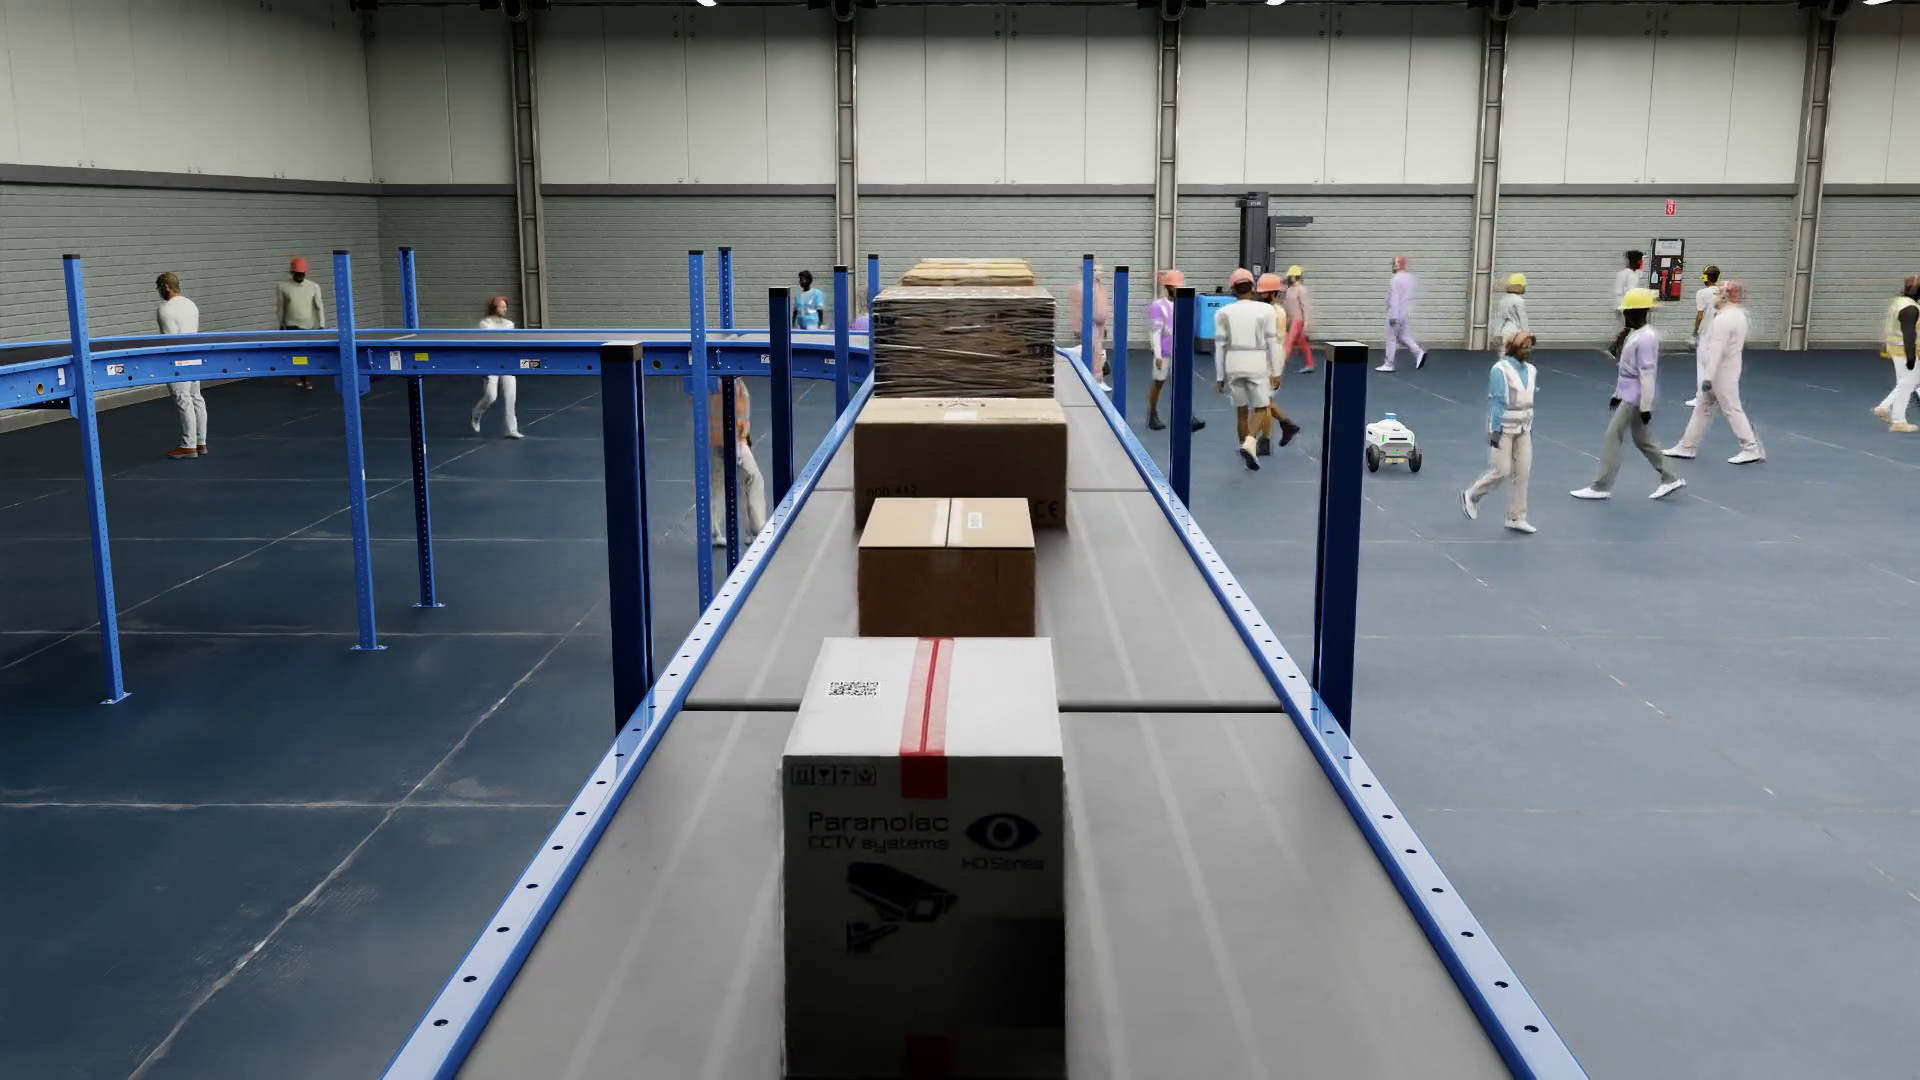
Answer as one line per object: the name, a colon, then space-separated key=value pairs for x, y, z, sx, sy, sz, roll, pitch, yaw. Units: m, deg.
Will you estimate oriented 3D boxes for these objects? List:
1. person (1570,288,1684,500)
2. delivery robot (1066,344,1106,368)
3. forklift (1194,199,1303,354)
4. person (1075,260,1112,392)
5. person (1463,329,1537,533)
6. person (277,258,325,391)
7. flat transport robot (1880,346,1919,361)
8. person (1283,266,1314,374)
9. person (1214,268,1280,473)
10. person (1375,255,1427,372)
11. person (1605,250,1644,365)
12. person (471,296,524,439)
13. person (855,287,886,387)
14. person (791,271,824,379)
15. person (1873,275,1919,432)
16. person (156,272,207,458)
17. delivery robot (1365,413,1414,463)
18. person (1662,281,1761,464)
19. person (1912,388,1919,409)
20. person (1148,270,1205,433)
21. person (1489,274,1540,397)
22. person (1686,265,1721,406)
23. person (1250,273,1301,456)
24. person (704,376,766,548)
person: x=6.004 y=-1.292 z=14.756 sx=0.925 sy=1.892 sz=0.598 roll=4 pitch=12 yaw=19
delivery robot: x=2.010 y=-2.955 z=26.611 sx=0.477 sy=0.478 sz=0.707 roll=-8 pitch=13 yaw=-34
forklift: x=5.313 y=-4.851 z=30.603 sx=1.873 sy=2.768 sz=1.129 roll=0 pitch=11 yaw=1
person: x=1.884 y=-3.116 z=24.166 sx=0.857 sy=1.881 sz=0.651 roll=8 pitch=14 yaw=37
person: x=4.376 y=-0.883 z=13.328 sx=0.520 sy=1.619 sz=0.544 roll=-7 pitch=13 yaw=-30
person: x=-9.699 y=-3.191 z=24.483 sx=0.622 sy=1.921 sz=1.062 roll=-6 pitch=13 yaw=-29
flat transport robot: x=16.776 y=-3.238 z=29.036 sx=0.652 sy=0.197 sz=1.431 roll=0 pitch=11 yaw=1
person: x=5.331 y=-3.514 z=26.625 sx=0.921 sy=1.716 sz=0.545 roll=-3 pitch=11 yaw=-14
person: x=2.789 y=-1.646 z=16.268 sx=0.663 sy=2.008 sz=0.643 roll=4 pitch=12 yaw=22
person: x=7.162 y=-3.656 z=26.908 sx=0.719 sy=1.890 sz=0.653 roll=8 pitch=14 yaw=37
person: x=11.325 y=-3.931 z=28.175 sx=0.423 sy=1.938 sz=0.640 roll=0 pitch=11 yaw=1
person: x=-5.293 y=-1.969 z=18.911 sx=0.624 sy=1.621 sz=0.518 roll=8 pitch=14 yaw=35
person: x=-0.715 y=-1.566 z=16.341 sx=0.603 sy=1.812 sz=0.839 roll=11 pitch=15 yaw=43
person: x=-2.416 y=-3.305 z=25.658 sx=0.558 sy=1.663 sz=0.774 roll=8 pitch=14 yaw=36
person: x=11.117 y=-2.189 z=19.526 sx=0.444 sy=1.824 sz=0.647 roll=5 pitch=12 yaw=24
person: x=-8.172 y=-1.833 z=17.430 sx=0.379 sy=1.932 sz=0.629 roll=1 pitch=11 yaw=3
delivery robot: x=4.319 y=-1.031 z=16.724 sx=0.477 sy=0.478 sz=0.707 roll=0 pitch=11 yaw=1
person: x=7.797 y=-1.719 z=17.050 sx=0.980 sy=1.860 sz=0.659 roll=7 pitch=13 yaw=32
person: x=12.737 y=-2.543 z=21.187 sx=0.854 sy=1.893 sz=0.585 roll=2 pitch=11 yaw=8
person: x=2.486 y=-2.194 z=19.406 sx=0.564 sy=1.878 sz=1.006 roll=-6 pitch=13 yaw=-28
person: x=7.783 y=-2.833 z=23.150 sx=0.855 sy=1.708 sz=0.493 roll=-1 pitch=11 yaw=-3
person: x=9.945 y=-2.715 z=22.131 sx=0.532 sy=1.864 sz=0.312 roll=-4 pitch=12 yaw=-18
person: x=3.307 y=-1.855 z=17.572 sx=0.554 sy=1.918 sz=0.562 roll=-1 pitch=11 yaw=-6
person: x=-1.644 y=-0.736 z=12.625 sx=0.705 sy=1.610 sz=0.518 roll=-4 pitch=12 yaw=-20
